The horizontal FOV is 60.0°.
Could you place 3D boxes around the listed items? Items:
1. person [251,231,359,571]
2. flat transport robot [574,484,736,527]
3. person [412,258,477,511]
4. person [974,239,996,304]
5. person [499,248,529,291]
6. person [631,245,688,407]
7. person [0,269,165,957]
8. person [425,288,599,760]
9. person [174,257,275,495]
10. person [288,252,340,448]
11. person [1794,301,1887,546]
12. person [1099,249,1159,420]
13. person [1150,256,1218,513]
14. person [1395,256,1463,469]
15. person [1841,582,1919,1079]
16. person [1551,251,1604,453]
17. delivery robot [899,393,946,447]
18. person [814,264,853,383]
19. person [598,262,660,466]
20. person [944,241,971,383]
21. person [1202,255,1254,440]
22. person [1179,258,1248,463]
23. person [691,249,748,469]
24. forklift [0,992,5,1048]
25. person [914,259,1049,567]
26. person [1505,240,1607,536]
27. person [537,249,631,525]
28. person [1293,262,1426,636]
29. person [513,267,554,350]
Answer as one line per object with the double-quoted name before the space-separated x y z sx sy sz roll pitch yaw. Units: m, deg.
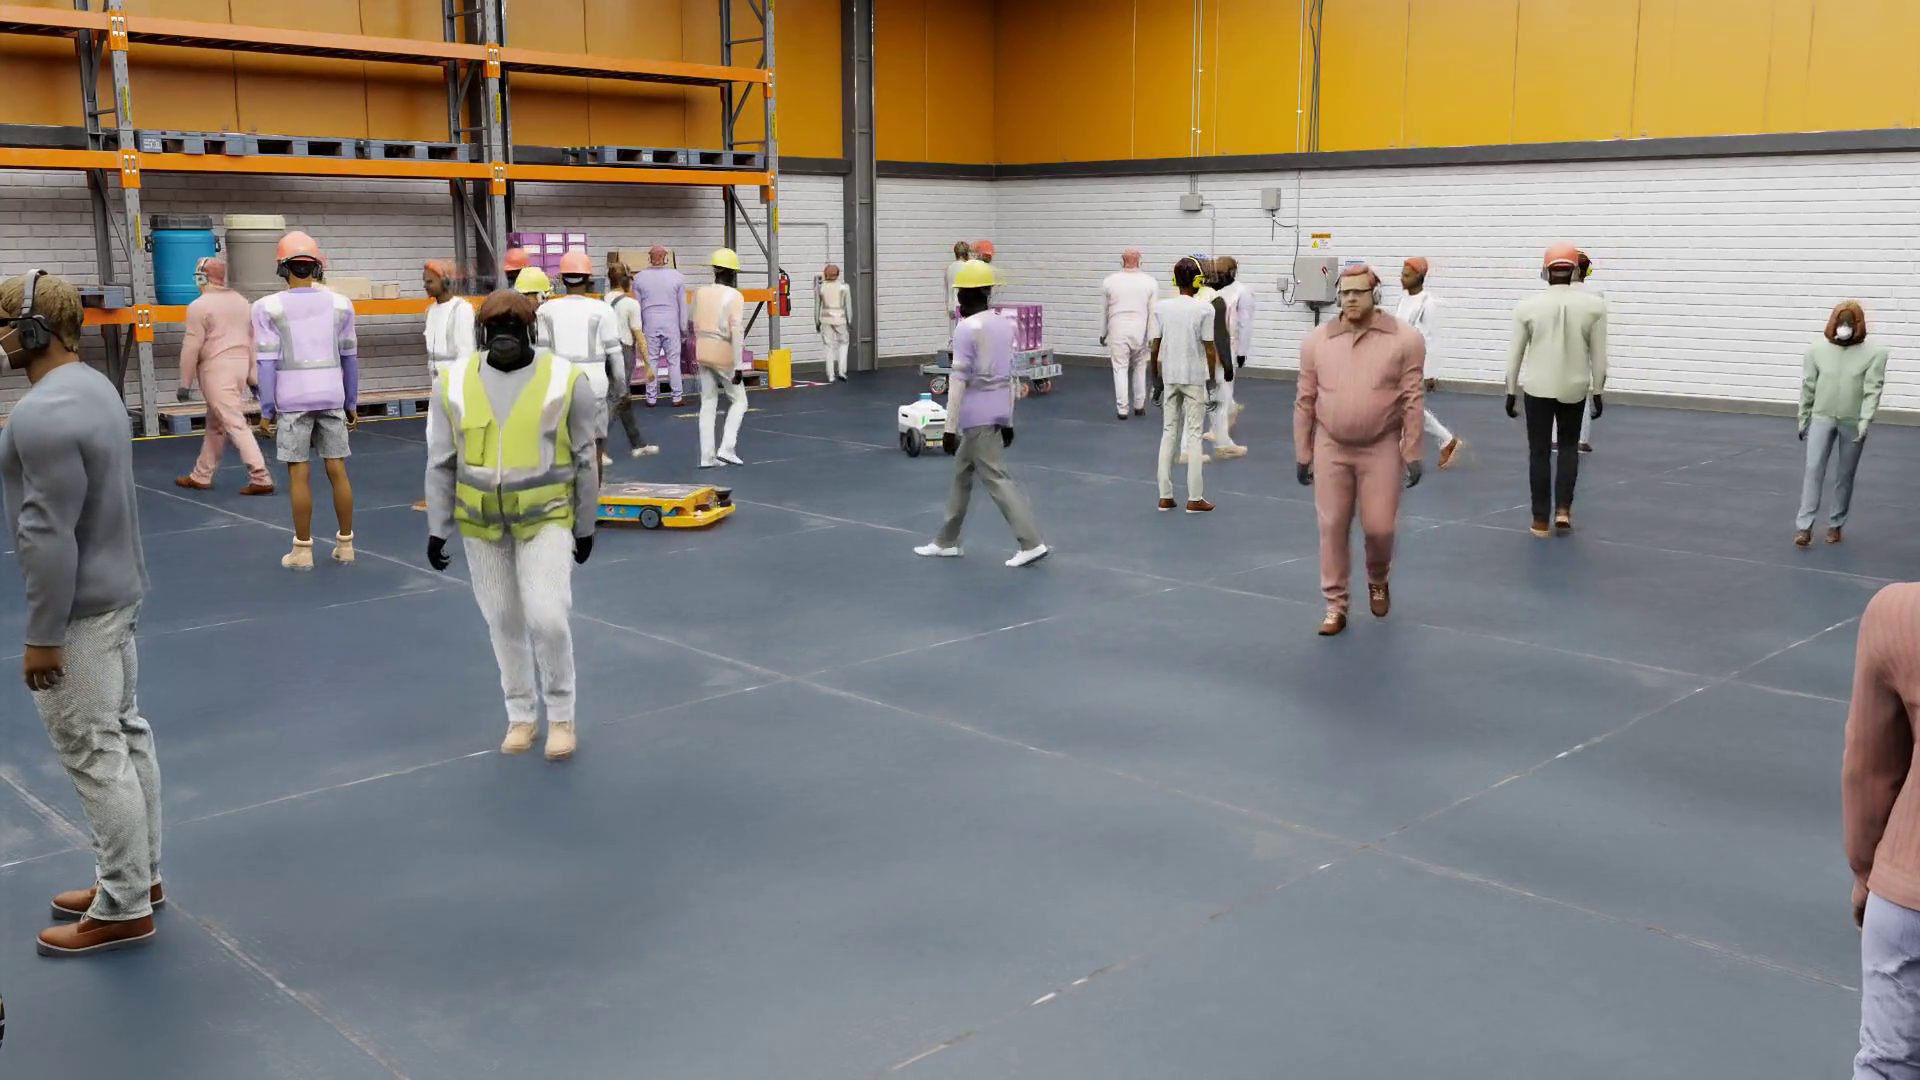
"person" -3.953 -0.833 10.079 0.607 2.044 0.377 -9 14 -40
"flat transport robot" -2.378 -0.263 11.808 1.431 0.197 0.652 2 11 12
"person" -3.708 -1.159 12.366 0.587 1.862 0.786 9 13 39
"person" 0.353 -3.205 23.242 0.697 1.951 0.645 -1 10 -3
"person" -4.337 -1.936 16.491 0.559 1.896 0.583 -7 12 -32
"person" -3.524 -2.513 19.614 0.643 1.909 0.410 -1 10 -5
"person" -2.511 0.205 4.744 0.361 1.933 0.628 -3 11 -16
"person" -1.727 -0.045 6.401 0.634 1.825 0.544 0 10 1
"person" -5.798 -1.272 12.987 0.991 1.853 0.666 2 11 13
"person" -6.220 -1.848 16.052 0.552 1.897 0.979 2 11 10
"person" 5.659 -0.733 10.744 0.490 1.587 0.814 7 12 32
"person" 1.874 -2.295 18.563 0.644 1.861 0.955 1 10 3
"person" 1.646 -1.133 12.190 0.535 1.869 0.312 6 12 31
"person" 3.911 -1.476 14.127 0.858 1.856 0.578 -1 10 -7
"person" 1.741 0.637 2.811 0.306 1.772 0.527 -6 12 -28
"person" 5.734 -1.746 15.519 0.512 1.877 0.328 5 11 23
"delivery robot" -0.315 -1.119 15.446 0.477 0.478 0.707 -4 11 -20
"person" -1.737 -2.987 22.951 0.551 1.618 0.537 1 10 5
"person" -3.053 -1.569 14.819 0.511 1.794 0.994 7 13 34
"person" 0.024 -3.082 22.629 0.370 1.940 0.631 -6 12 -31
"person" 2.643 -1.919 16.587 0.618 1.828 0.642 -8 13 -38
"person" 2.317 -1.589 14.841 0.831 1.810 0.656 -2 11 -10
"person" -2.085 -1.565 14.448 0.619 1.903 0.480 6 12 31
"forklift" -3.245 0.323 3.363 2.313 2.155 1.214 2 11 13
"person" 0.147 -0.772 10.209 0.963 1.886 0.604 5 12 27
"person" 4.008 -1.018 11.249 0.643 1.979 0.518 2 11 11
"person" -2.627 -1.047 11.579 0.579 1.929 0.413 1 10 5
"person" 2.027 -0.464 8.495 0.664 1.889 0.496 4 11 23
"person" -2.994 -1.021 11.796 0.594 1.795 0.819 8 13 38
